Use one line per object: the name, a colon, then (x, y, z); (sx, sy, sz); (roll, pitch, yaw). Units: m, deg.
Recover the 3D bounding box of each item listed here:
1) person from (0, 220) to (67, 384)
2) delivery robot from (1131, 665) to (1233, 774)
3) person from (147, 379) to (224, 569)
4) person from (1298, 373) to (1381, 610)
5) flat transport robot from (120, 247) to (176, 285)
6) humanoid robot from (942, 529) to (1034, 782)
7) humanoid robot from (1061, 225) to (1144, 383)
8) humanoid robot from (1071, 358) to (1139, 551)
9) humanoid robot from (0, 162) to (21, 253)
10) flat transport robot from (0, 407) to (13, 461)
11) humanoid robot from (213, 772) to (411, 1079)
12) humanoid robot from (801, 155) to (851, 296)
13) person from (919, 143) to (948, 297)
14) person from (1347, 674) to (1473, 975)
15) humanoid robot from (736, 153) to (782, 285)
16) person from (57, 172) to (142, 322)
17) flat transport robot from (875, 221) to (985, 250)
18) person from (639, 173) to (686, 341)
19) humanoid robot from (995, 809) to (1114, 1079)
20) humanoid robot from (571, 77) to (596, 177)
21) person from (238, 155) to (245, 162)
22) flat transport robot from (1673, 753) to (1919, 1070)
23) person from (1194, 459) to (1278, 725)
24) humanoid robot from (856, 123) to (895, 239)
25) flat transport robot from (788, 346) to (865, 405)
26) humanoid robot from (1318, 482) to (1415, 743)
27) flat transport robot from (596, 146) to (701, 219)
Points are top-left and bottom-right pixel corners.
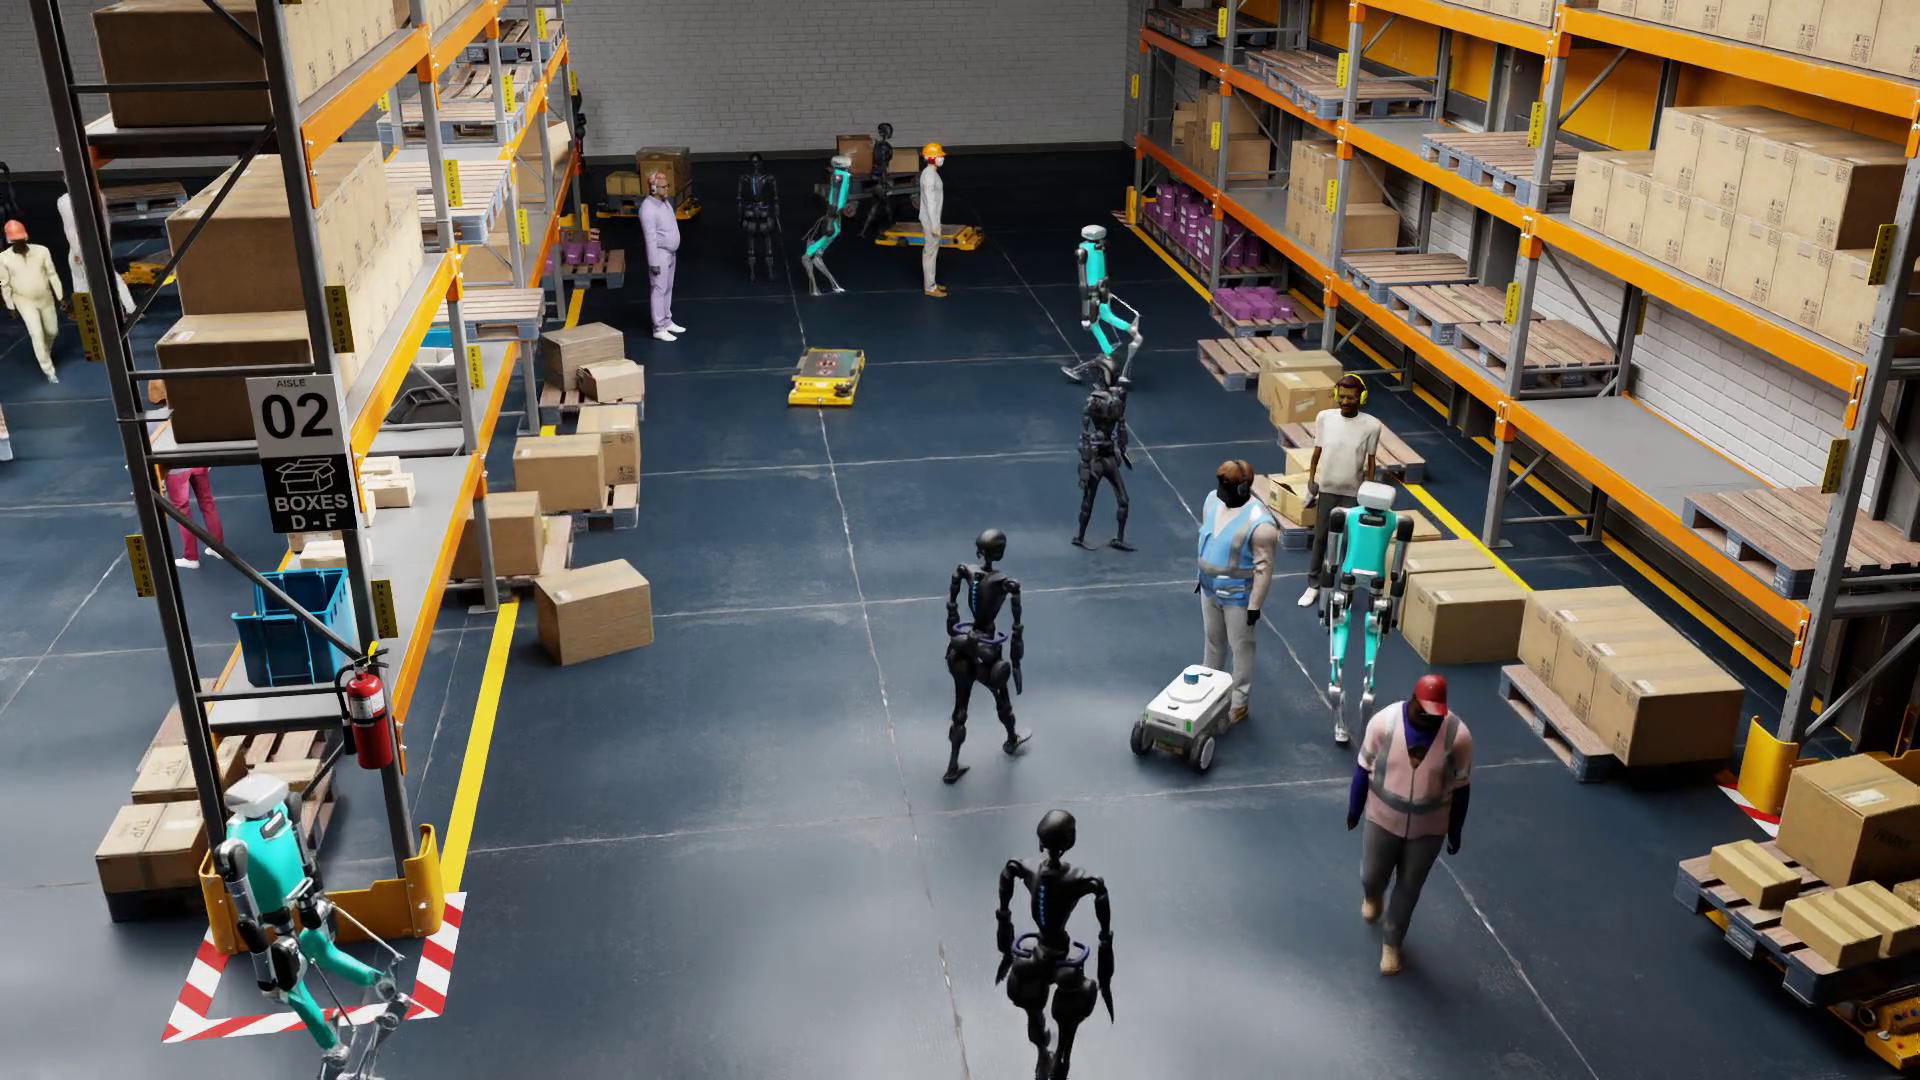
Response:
person: (-9.901, -2.587, 17.752); (0.558, 1.726, 0.752); (-21, 32, -40)
delivery robot: (1.474, 1.129, 10.774); (0.499, 0.614, 0.815); (14, 27, 29)
person: (-6.193, -0.558, 13.261); (0.282, 1.628, 0.500); (14, 27, 29)
person: (2.849, -0.355, 12.496); (0.507, 1.872, 0.329); (9, 25, 20)
flat transport robot: (-10.394, -3.645, 21.982); (0.659, 0.231, 1.431); (4, 24, 10)
humanoid robot: (0.155, 0.683, 10.401); (0.600, 1.631, 0.734); (16, 28, 32)
humanoid robot: (1.551, -2.377, 17.278); (1.027, 1.730, 0.547); (15, 28, 30)
humanoid robot: (1.174, -0.674, 13.466); (0.539, 1.643, 0.593); (20, 31, 38)
humanoid robot: (-13.013, -4.531, 22.344); (0.784, 1.631, 0.615); (22, 32, 40)
flat transport robot: (-9.352, -0.681, 15.229); (0.659, 0.231, 1.431); (-14, 27, -28)
humanoid robot: (-2.846, 1.910, 7.567); (0.748, 1.828, 0.534); (5, 24, 11)
humanoid robot: (-1.761, -3.894, 20.800); (0.808, 1.826, 0.545); (3, 24, 7)
person: (-0.338, -4.002, 20.773); (0.352, 1.898, 0.562); (-1, 24, -2)
person: (2.310, 1.422, 8.617); (0.585, 1.730, 0.525); (6, 25, 14)
humanoid robot: (-2.586, -4.116, 21.285); (0.599, 1.657, 0.315); (3, 24, 8)
person: (-10.214, -3.468, 19.578); (1.015, 1.885, 0.638); (10, 26, 21)
flat transport robot: (-0.418, -4.277, 23.423); (1.431, 0.231, 0.659); (6, 24, 13)
person: (-3.397, -3.252, 19.052); (0.410, 1.906, 0.653); (3, 24, 8)
humanoid robot: (0.437, 1.932, 7.552); (0.589, 1.630, 0.724); (9, 25, 20)
humanoid robot: (-6.330, -6.883, 27.622); (0.399, 1.640, 0.595); (-7, 25, -15)
person: (-9.147, -4.448, 21.768); (0.544, 1.939, 0.590); (10, 25, 21)
flat transport robot: (4.614, 2.178, 8.715); (0.659, 0.231, 1.431); (-8, 25, -17)
person: (1.771, 0.335, 10.959); (0.431, 1.844, 0.622); (-14, 27, -29)
humanoid robot: (-1.118, -5.060, 23.512); (0.713, 1.637, 0.586); (-3, 24, -6)
flat transport robot: (-1.402, -1.745, 17.654); (0.659, 0.231, 1.431); (1, 24, 2)
humanoid robot: (2.541, 0.601, 10.603); (0.552, 1.880, 0.704); (5, 24, 12)
flat transport robot: (-4.694, -5.004, 25.079); (1.431, 0.231, 0.659); (2, 24, 5)
